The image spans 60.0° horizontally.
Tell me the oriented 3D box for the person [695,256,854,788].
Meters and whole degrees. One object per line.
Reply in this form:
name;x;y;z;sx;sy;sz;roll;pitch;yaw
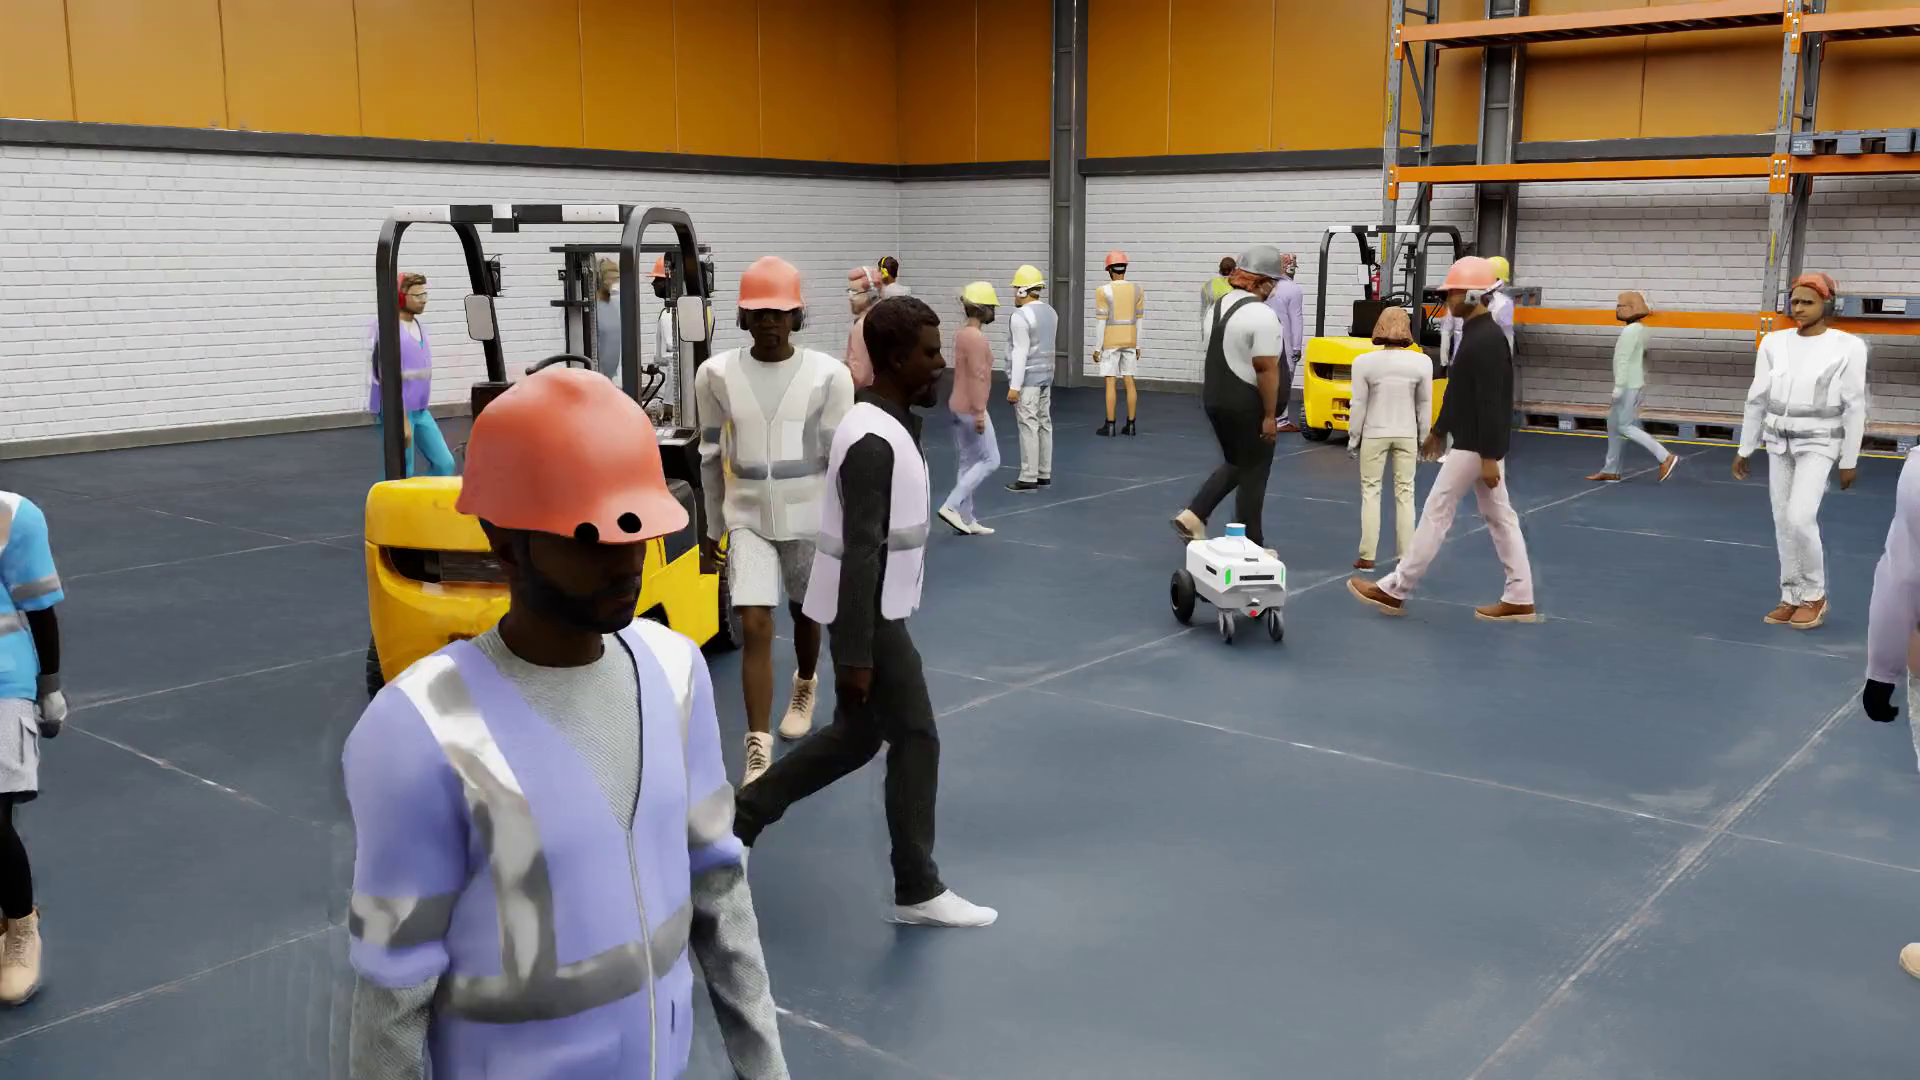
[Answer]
person;-0.690;-0.092;6.398;0.617;1.984;1.103;0;10;1

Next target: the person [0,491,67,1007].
person;-2.640;0.425;4.327;0.545;1.675;0.428;-1;10;-8

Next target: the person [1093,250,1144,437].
person;1.631;-2.036;17.295;0.543;1.928;0.373;-4;11;-21

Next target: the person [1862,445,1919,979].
person;2.749;0.323;4.513;0.652;1.820;0.517;-2;10;-13

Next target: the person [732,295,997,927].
person;-0.346;0.226;4.901;0.846;1.889;0.603;0;10;3

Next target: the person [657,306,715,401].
person;-2.212;-1.268;13.296;0.429;1.838;0.622;4;11;21

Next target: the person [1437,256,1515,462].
person;4.682;-1.614;15.100;0.648;1.888;0.429;6;12;32

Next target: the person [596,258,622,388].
person;-2.662;-1.189;12.685;0.983;1.886;0.668;4;11;20

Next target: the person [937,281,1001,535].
person;0.086;-0.881;11.377;0.429;1.751;0.538;-3;11;-15

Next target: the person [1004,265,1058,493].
person;0.557;-1.295;13.447;0.404;1.834;0.591;6;12;32

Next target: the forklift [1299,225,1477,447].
forklift;4.449;-2.115;16.993;1.214;2.155;2.313;8;13;38

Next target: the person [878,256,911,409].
person;-0.728;-2.034;17.459;0.328;1.865;0.520;8;13;38

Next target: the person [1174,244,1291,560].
person;1.764;-0.854;10.432;0.653;2.000;0.703;-4;11;-21

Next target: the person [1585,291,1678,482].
person;5.636;-1.258;13.855;0.661;1.618;0.498;5;11;27

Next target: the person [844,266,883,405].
person;-0.603;-0.791;10.561;0.510;1.871;0.666;2;11;13

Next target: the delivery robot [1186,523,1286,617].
delivery robot;1.434;0.157;8.684;0.477;0.478;0.707;-2;10;-9

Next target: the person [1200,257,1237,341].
person;3.292;-2.576;20.562;0.650;1.823;0.597;3;11;17

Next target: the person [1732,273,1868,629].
person;4.388;-0.456;8.726;0.478;1.867;0.582;-6;12;-28

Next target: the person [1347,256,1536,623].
person;2.631;-0.526;8.872;1.024;1.937;0.611;4;11;21

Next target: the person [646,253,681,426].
person;-2.026;-1.054;11.811;0.346;1.942;0.550;0;10;2

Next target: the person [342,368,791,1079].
person;-0.489;0.716;2.187;1.000;1.887;0.554;6;12;31

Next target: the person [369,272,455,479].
person;-3.526;-0.801;10.714;0.512;1.824;0.608;1;10;5

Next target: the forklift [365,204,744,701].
forklift;-1.766;-0.406;7.525;1.214;2.155;2.313;1;10;7

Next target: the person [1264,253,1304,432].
person;3.429;-2.094;17.704;0.404;1.900;0.645;-6;12;-32

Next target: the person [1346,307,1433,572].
person;2.629;-0.606;10.208;0.514;1.635;0.330;0;10;2
